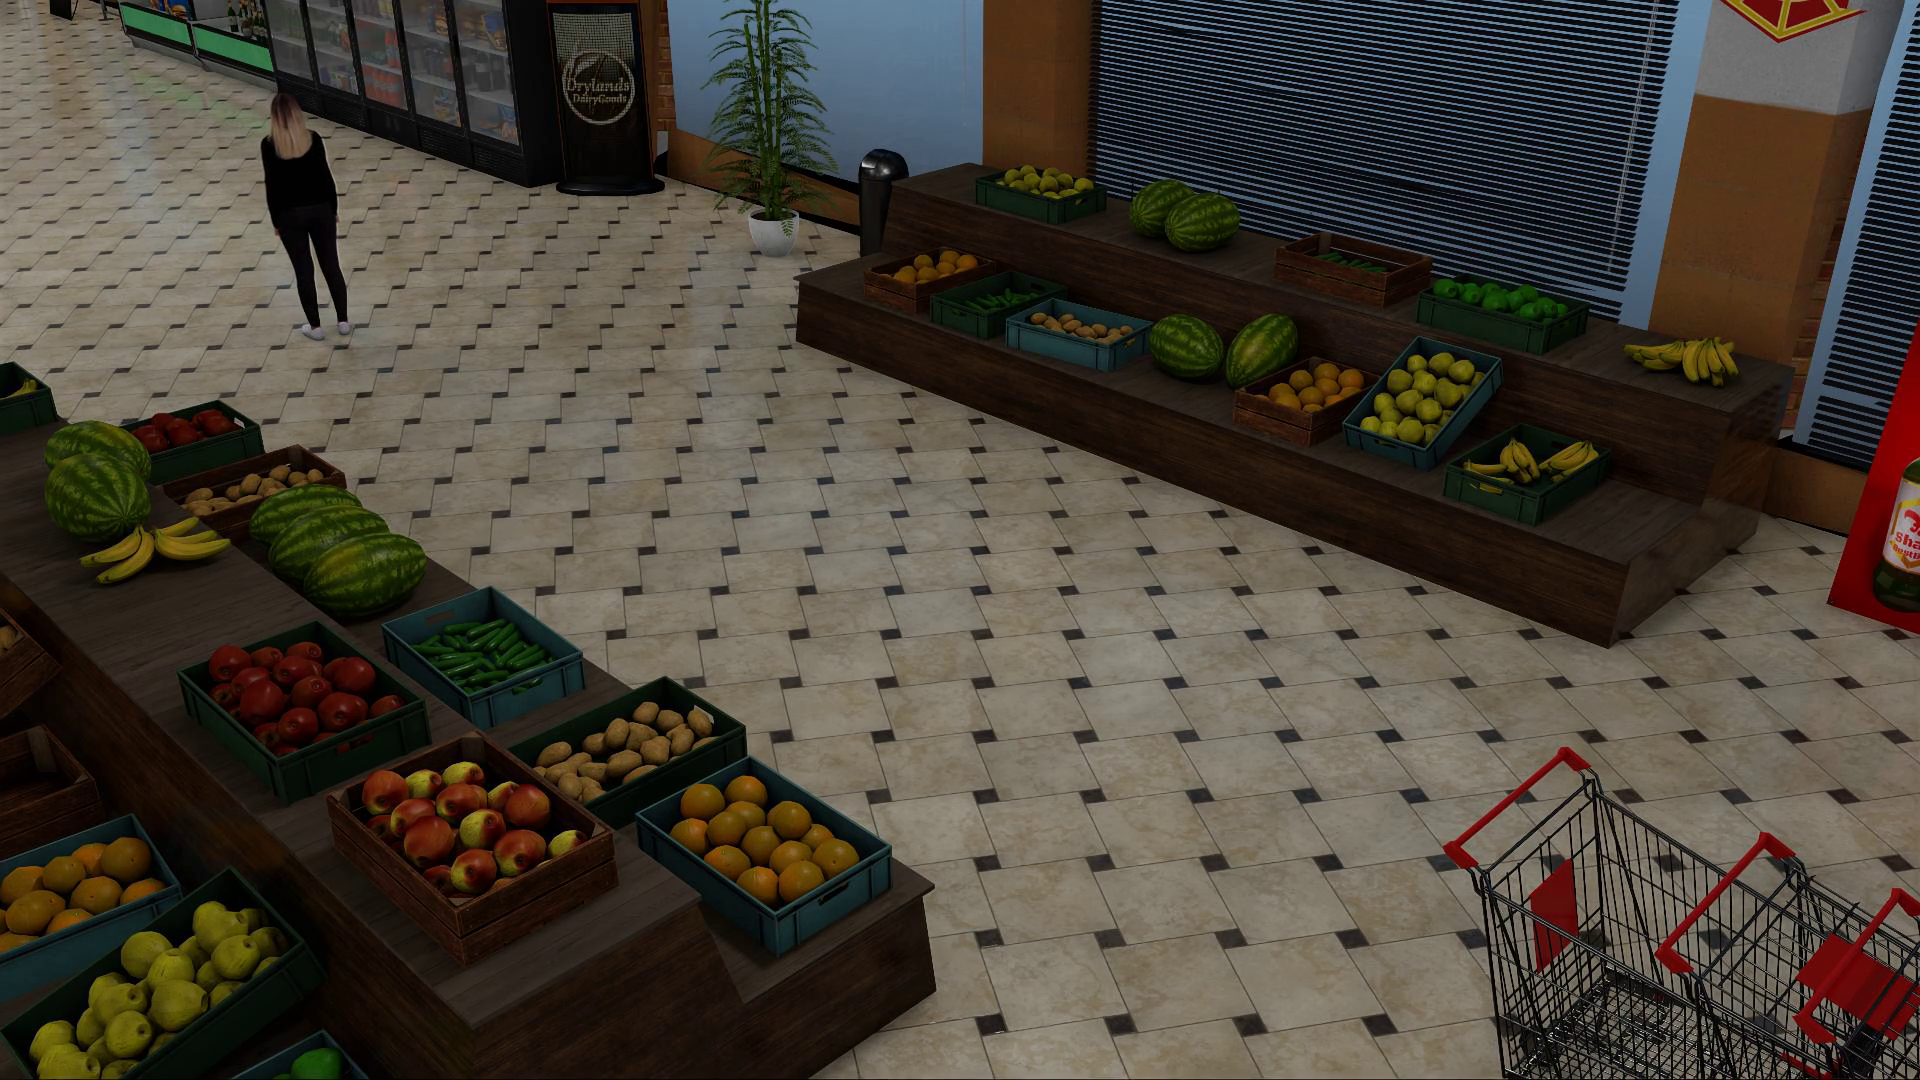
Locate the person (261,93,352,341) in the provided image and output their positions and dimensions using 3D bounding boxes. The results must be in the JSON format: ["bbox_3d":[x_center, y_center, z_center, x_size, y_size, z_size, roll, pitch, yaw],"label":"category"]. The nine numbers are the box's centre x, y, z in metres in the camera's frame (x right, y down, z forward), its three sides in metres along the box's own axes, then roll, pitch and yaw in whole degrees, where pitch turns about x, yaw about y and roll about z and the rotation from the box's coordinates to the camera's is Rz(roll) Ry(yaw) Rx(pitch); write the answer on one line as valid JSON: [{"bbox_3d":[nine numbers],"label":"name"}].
[{"bbox_3d":[-4.511,-2.217,11.452,0.659,1.685,0.601,-16,31,-29],"label":"person"}]
